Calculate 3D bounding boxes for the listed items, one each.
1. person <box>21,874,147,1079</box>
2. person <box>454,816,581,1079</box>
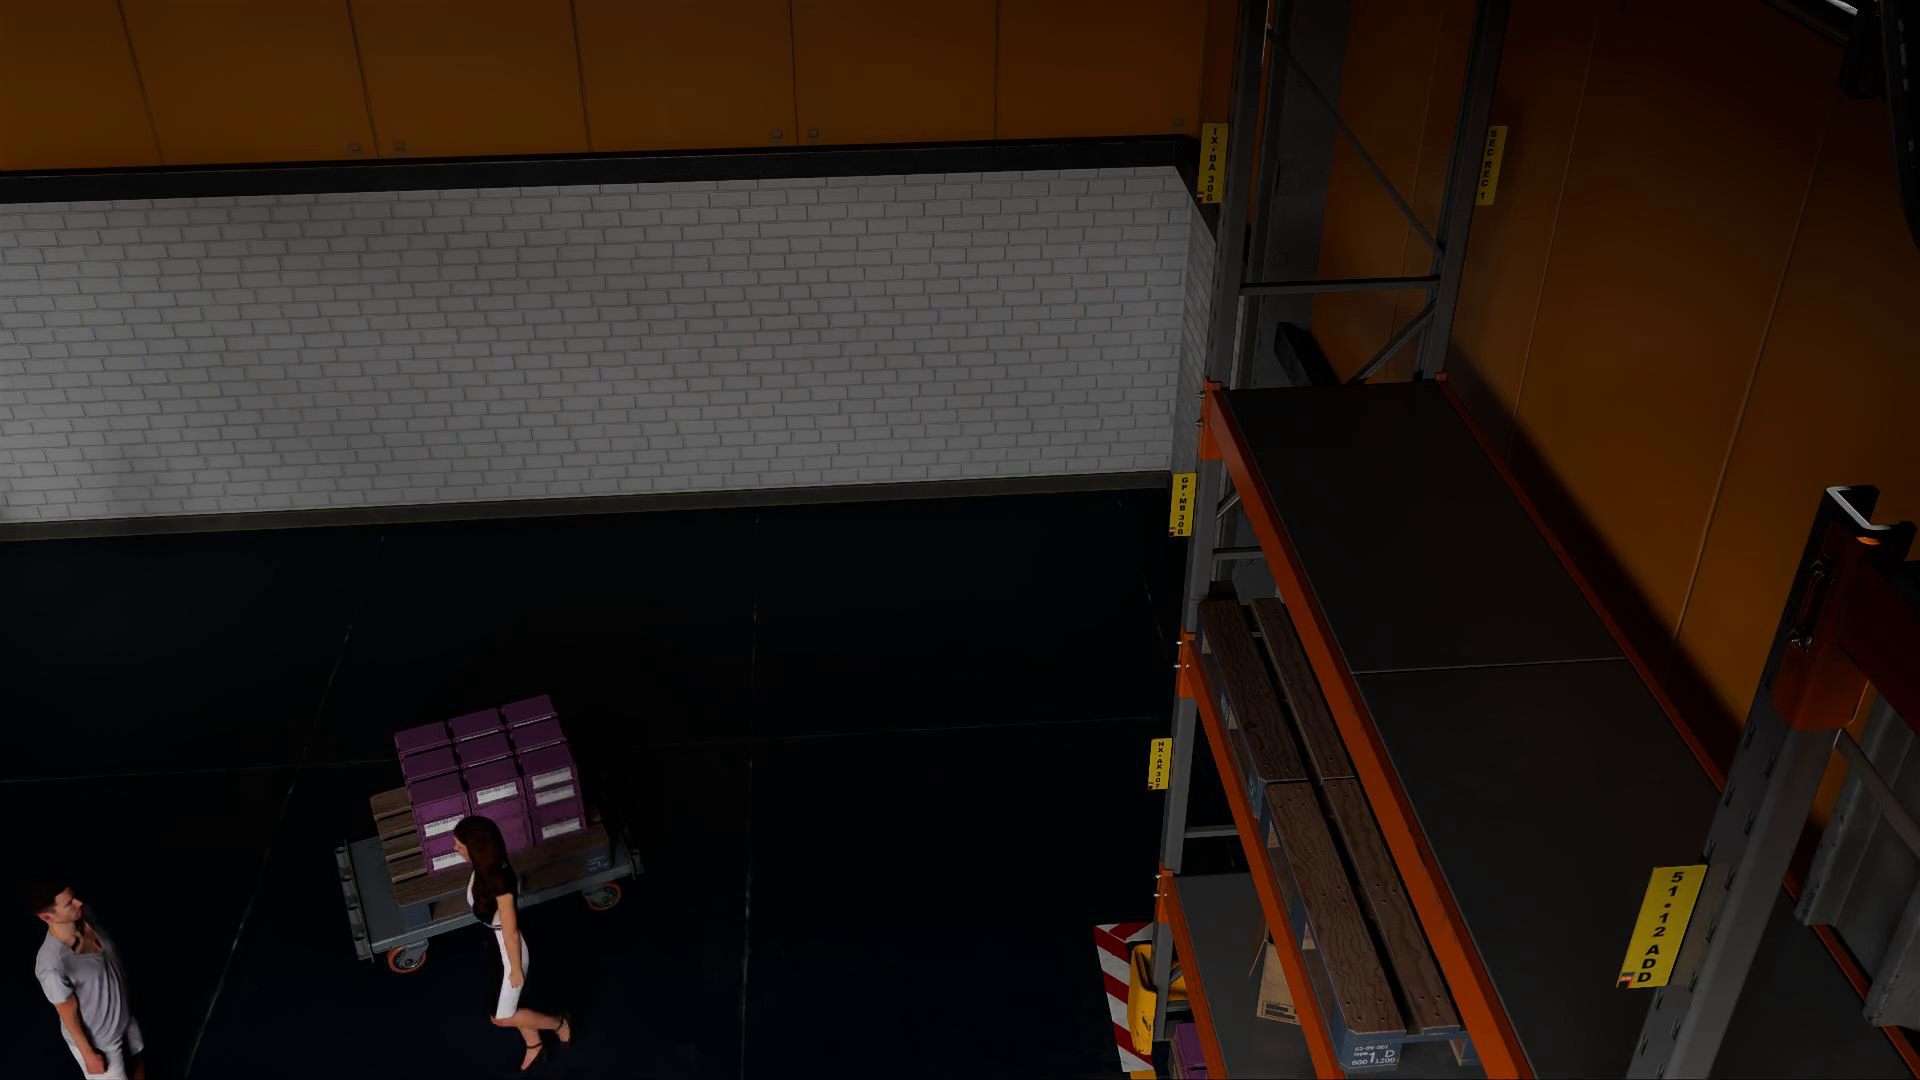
[{"bbox_3d":[-4.242,2.336,8.169,0.730,1.852,0.488,-4,34,-6],"label":"person"},{"bbox_3d":[-2.251,2.097,8.591,0.804,1.782,0.750,-18,38,-25],"label":"person"}]
